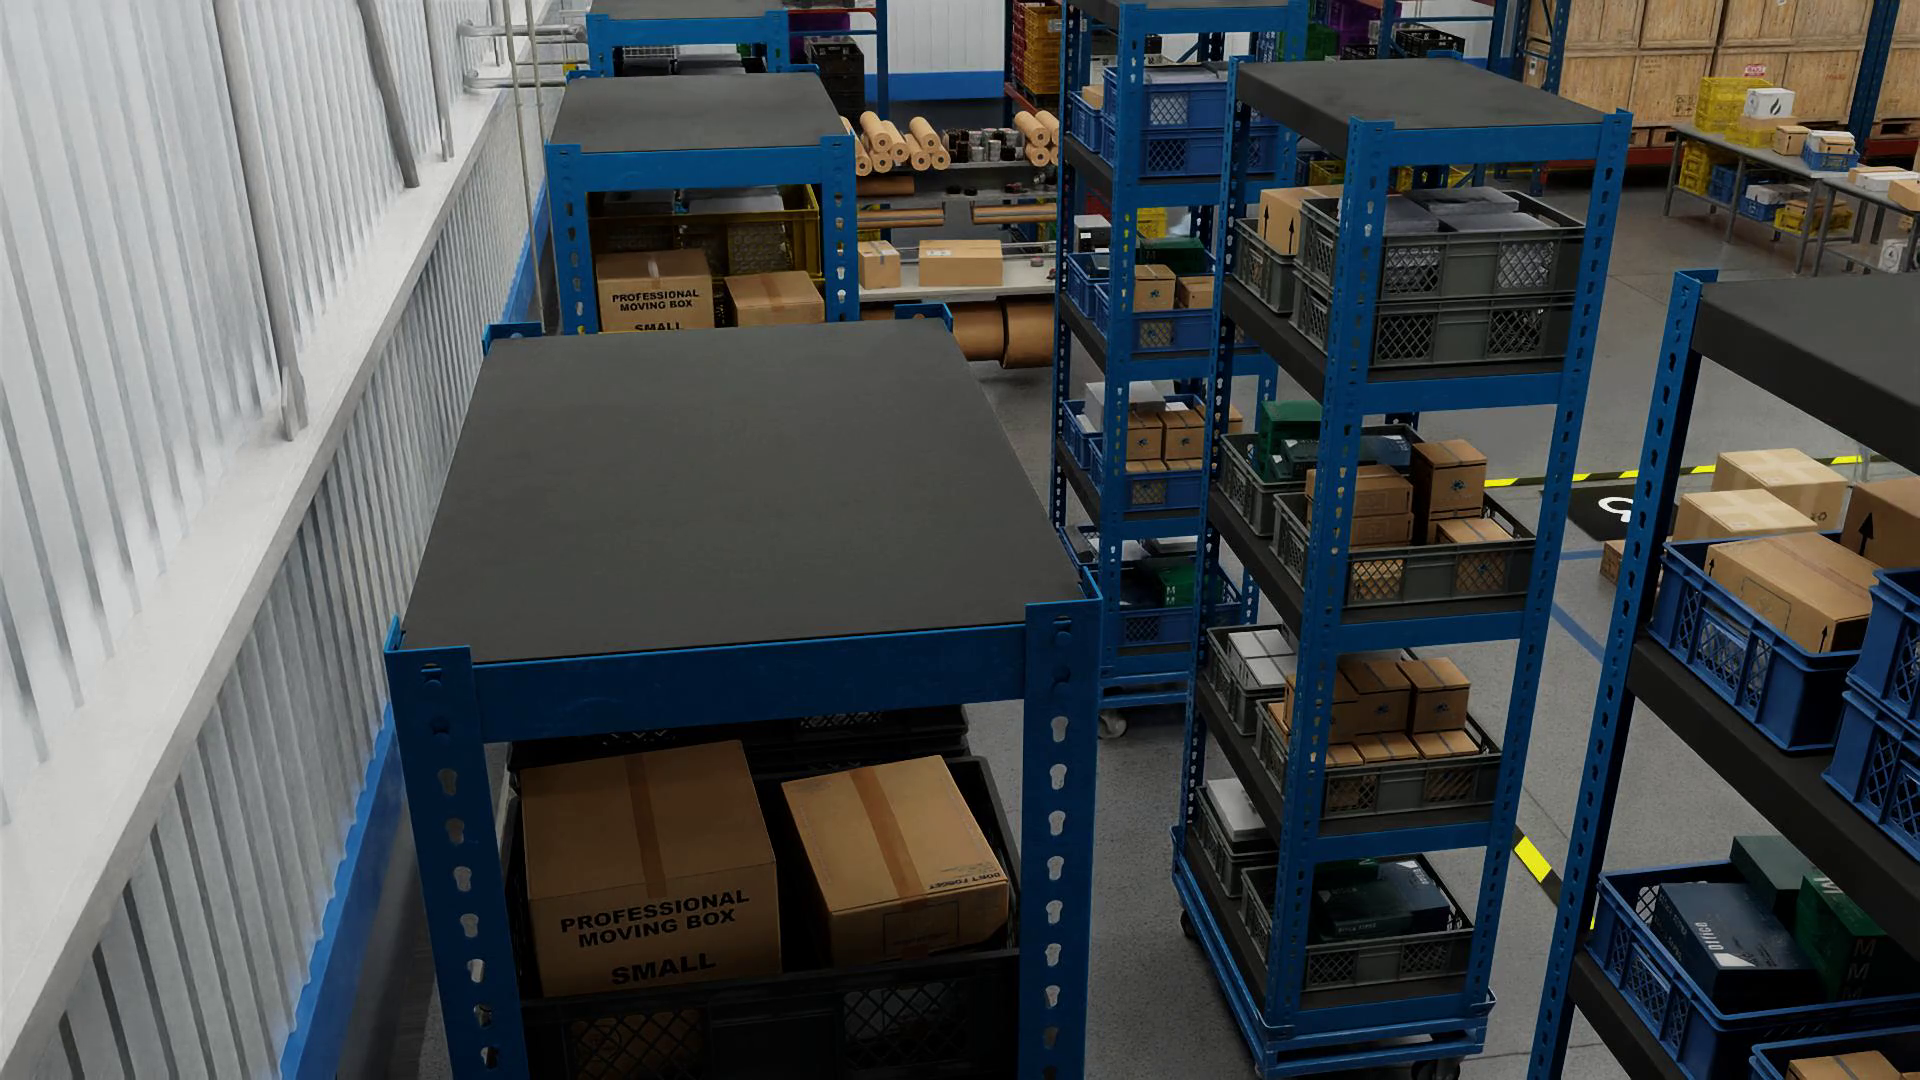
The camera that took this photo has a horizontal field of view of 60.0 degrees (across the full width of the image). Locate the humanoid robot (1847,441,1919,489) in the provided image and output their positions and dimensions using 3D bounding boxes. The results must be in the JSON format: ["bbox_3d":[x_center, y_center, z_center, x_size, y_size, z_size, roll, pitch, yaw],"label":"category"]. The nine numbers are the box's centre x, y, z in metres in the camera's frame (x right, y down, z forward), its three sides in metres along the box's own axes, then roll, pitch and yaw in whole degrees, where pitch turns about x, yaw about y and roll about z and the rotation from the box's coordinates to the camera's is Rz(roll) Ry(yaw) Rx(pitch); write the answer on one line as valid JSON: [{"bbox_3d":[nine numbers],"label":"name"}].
[{"bbox_3d":[6.229,-1.022,10.830,1.054,1.764,0.540,-11,27,-23],"label":"humanoid robot"}]

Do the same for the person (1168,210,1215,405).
[{"bbox_3d":[1.544,-1.315,11.262,0.366,1.852,0.589,-5,25,-11],"label":"person"}]
